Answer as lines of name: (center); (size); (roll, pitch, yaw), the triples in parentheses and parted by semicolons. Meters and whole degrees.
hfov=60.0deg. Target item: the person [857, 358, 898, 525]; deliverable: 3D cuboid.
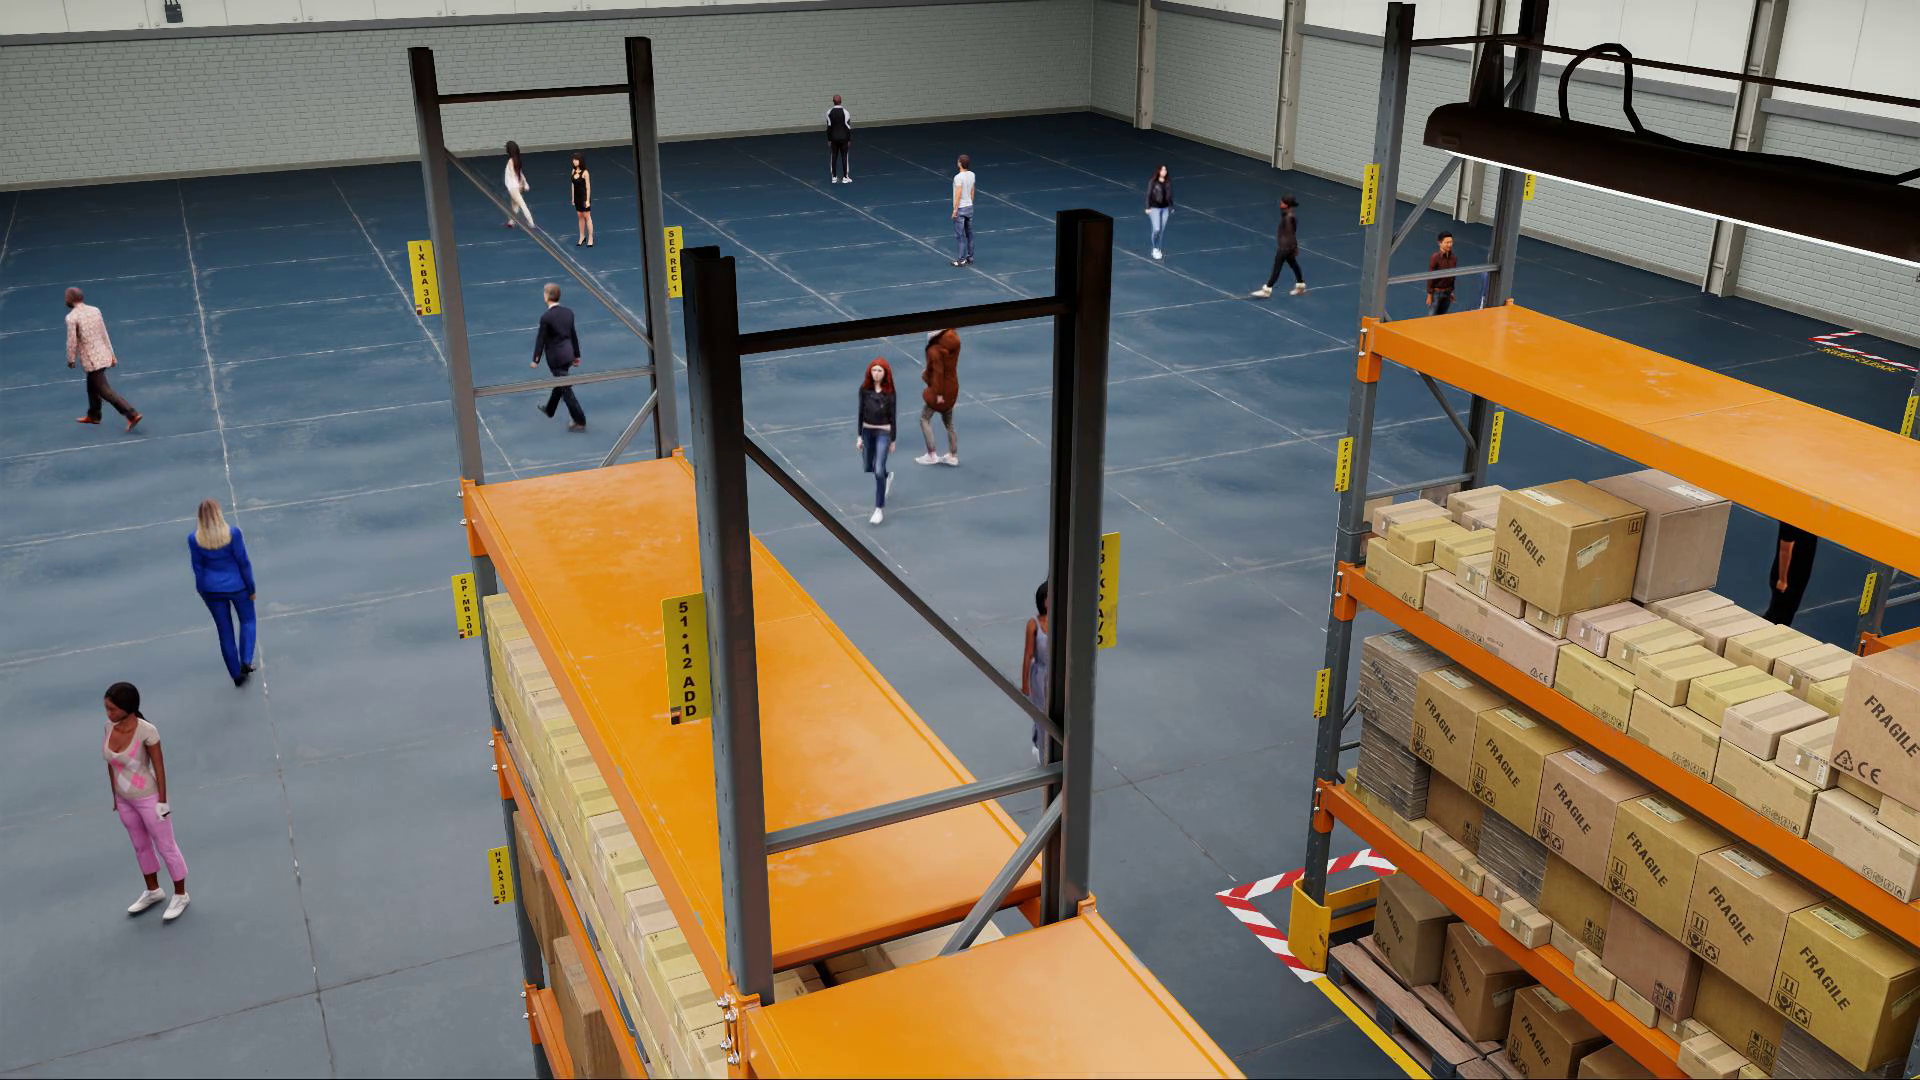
person: (-0.859, -1.097, 17.722); (0.996, 1.772, 1.062); (8, 24, 17)

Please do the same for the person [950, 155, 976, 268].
person: (0.068, -5.587, 28.161); (0.689, 1.866, 0.704); (19, 29, 37)

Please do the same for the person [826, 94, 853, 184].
person: (-2.542, -8.424, 34.880); (0.737, 1.828, 0.753); (4, 23, 9)

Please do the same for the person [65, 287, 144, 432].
person: (-10.453, -2.171, 20.241); (1.155, 1.777, 1.251); (3, 23, 8)

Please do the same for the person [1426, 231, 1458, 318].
person: (6.679, -3.426, 23.187); (0.659, 1.781, 0.522); (-12, 26, -25)

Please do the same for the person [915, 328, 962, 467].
person: (-0.133, -1.705, 19.089); (0.921, 1.821, 0.871); (14, 27, 29)

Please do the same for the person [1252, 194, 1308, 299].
person: (4.995, -4.620, 26.163); (1.047, 1.650, 1.102); (-17, 28, -34)

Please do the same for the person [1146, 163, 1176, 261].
person: (3.404, -5.702, 28.741); (0.652, 1.623, 0.647); (-10, 25, -21)

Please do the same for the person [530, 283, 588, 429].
person: (-4.846, -2.212, 20.345); (1.263, 1.771, 1.107); (13, 26, 28)

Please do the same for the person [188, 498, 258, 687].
person: (-6.244, 0.476, 14.125); (0.692, 1.692, 0.634); (-5, 24, -11)

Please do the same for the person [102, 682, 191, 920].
person: (-5.467, 1.725, 11.121); (0.652, 1.744, 0.704); (7, 24, 16)

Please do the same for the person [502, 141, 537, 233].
person: (-8.306, -6.486, 30.572); (0.989, 1.633, 1.040); (-17, 28, -34)

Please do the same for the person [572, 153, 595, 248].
person: (-6.698, -6.040, 29.502); (0.580, 1.650, 0.680); (13, 26, 28)
